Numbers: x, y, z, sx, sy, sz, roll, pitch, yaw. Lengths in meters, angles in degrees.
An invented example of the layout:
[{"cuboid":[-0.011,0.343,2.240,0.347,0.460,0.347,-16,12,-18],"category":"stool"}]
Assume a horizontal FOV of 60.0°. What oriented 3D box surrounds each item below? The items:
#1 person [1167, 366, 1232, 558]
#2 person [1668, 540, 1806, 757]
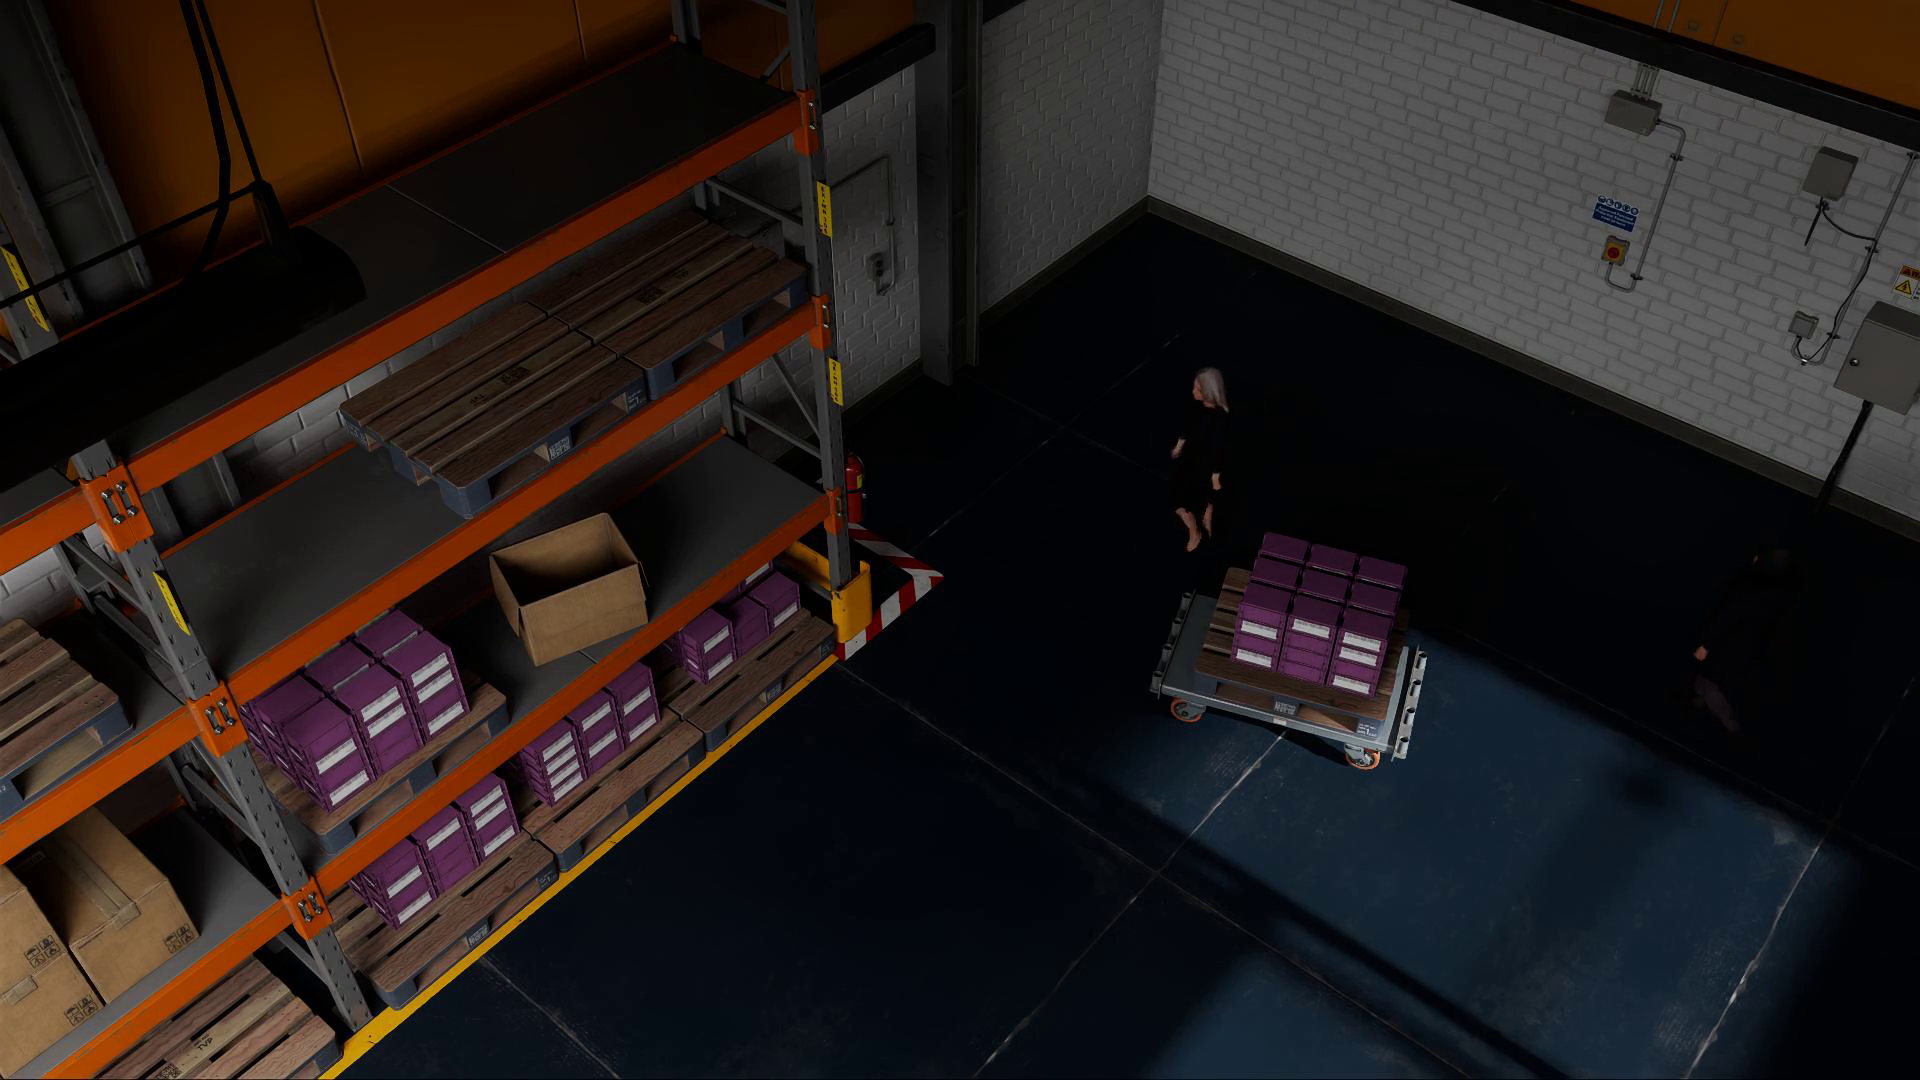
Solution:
[{"cuboid":[1.748,-0.516,11.474,0.868,1.736,0.809,-3,44,-3],"category":"person"},{"cuboid":[4.831,0.684,10.268,0.946,1.661,0.894,-22,48,-22],"category":"person"}]
